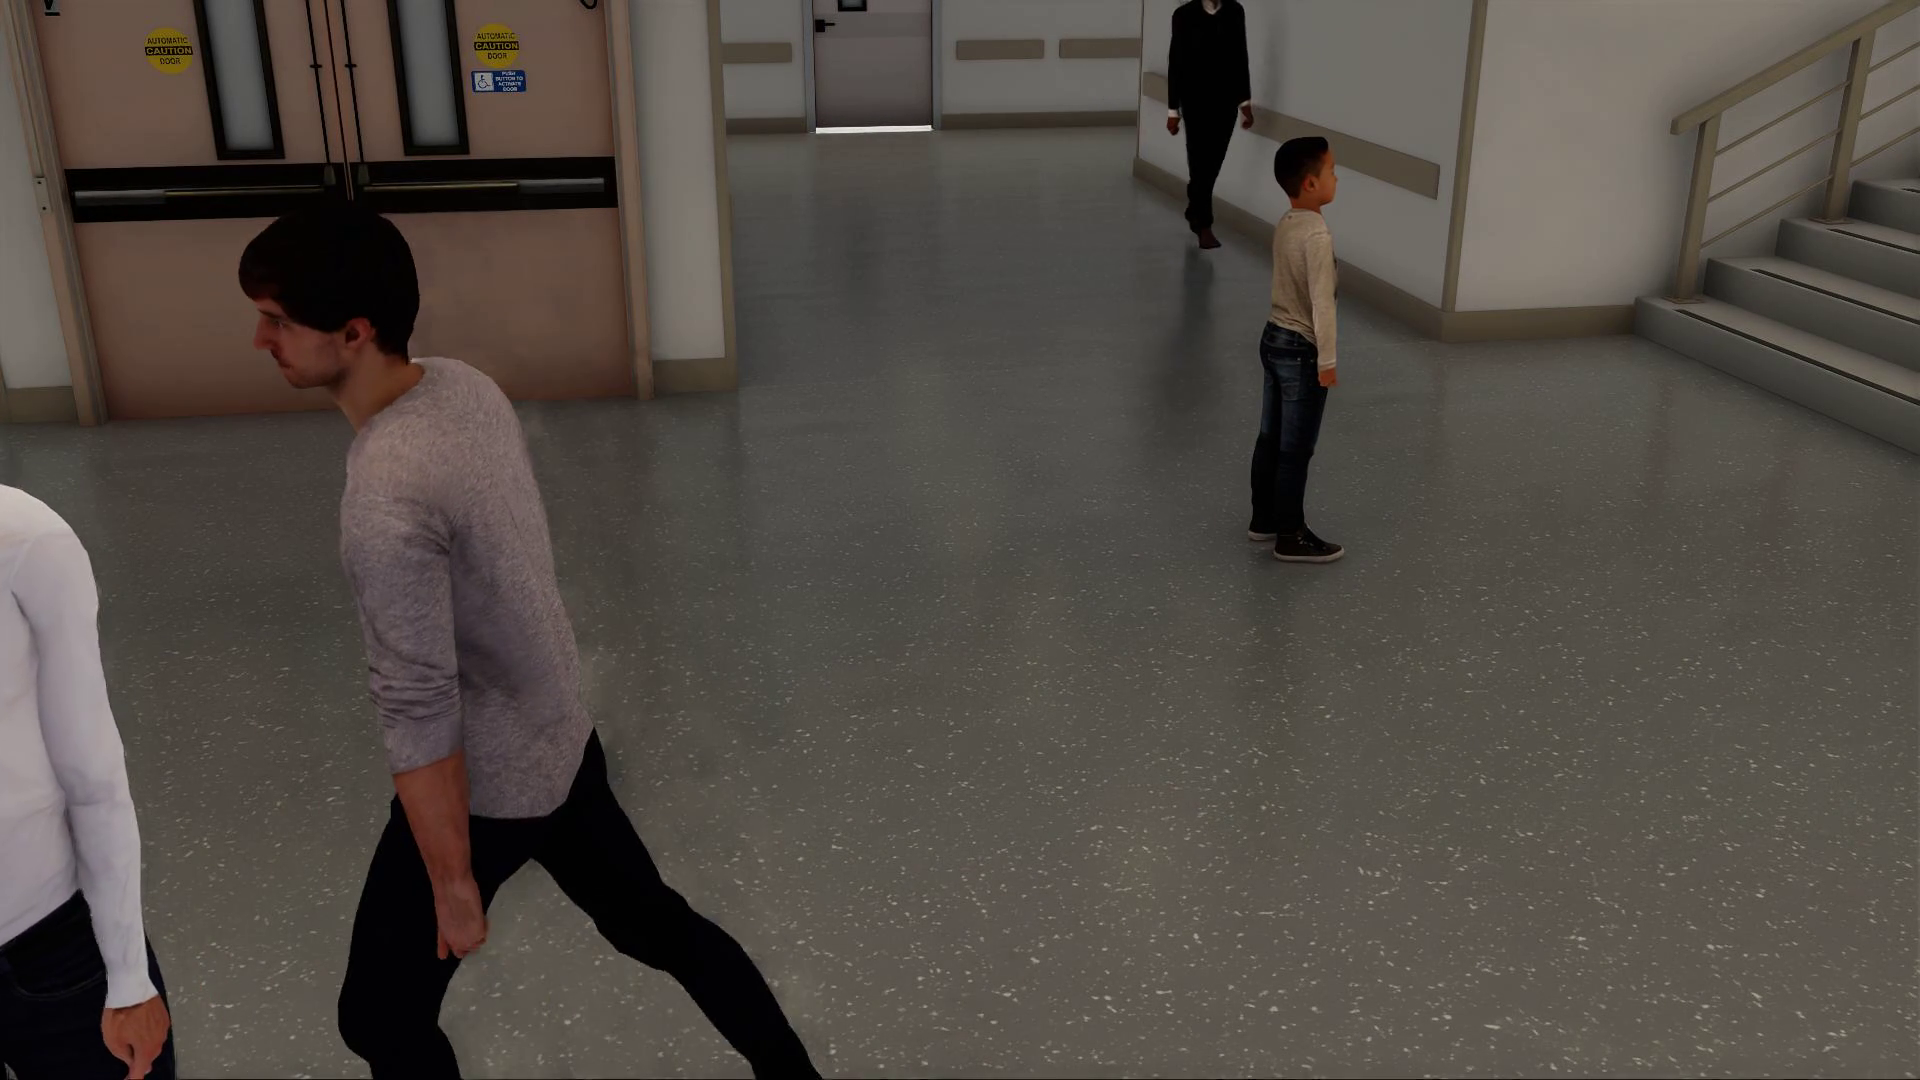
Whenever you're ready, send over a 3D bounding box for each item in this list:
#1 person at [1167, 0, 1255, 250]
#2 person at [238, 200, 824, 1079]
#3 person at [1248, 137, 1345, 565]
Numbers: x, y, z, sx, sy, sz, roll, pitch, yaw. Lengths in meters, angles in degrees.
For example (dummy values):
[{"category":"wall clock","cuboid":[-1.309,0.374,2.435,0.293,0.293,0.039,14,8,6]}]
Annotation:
[{"category":"person","cuboid":[1.669,-2.935,11.255,1.206,1.858,0.746,-4,21,-10]},{"category":"person","cuboid":[-0.635,0.376,2.622,1.154,1.781,0.892,2,21,7]},{"category":"person","cuboid":[1.173,-0.662,5.808,0.504,1.465,0.547,-4,21,-11]}]
